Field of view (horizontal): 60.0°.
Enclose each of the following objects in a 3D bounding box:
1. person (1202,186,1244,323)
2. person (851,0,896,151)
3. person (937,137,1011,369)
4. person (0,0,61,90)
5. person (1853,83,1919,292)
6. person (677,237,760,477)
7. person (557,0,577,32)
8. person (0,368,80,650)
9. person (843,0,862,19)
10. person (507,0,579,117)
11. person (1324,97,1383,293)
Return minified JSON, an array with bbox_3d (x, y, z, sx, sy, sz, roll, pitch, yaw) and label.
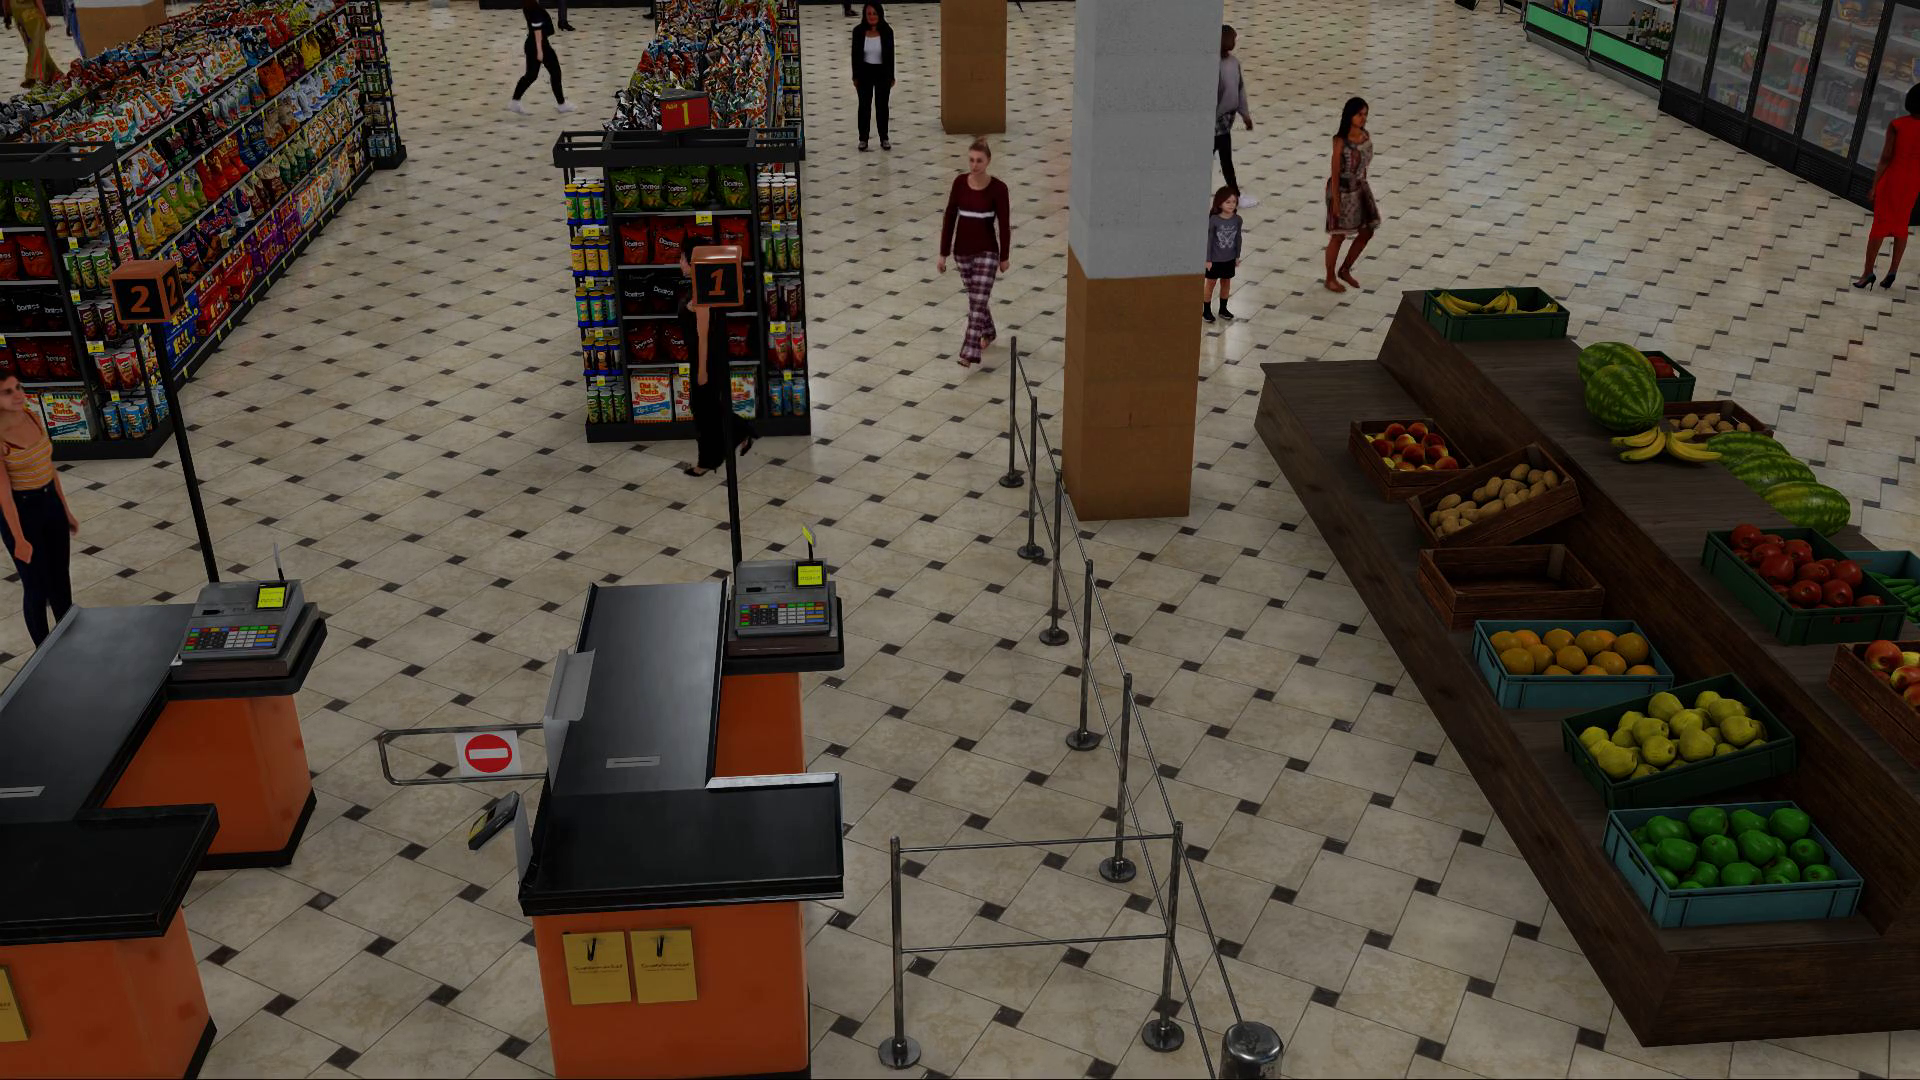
[{"bbox_3d":[2.099,-2.305,13.358,0.510,1.105,0.510,-10,28,-18],"label":"person"},{"bbox_3d":[-0.956,-5.141,18.384,0.648,1.617,0.626,-4,27,-8],"label":"person"},{"bbox_3d":[0.145,-2.153,12.453,0.965,1.653,1.172,11,29,21],"label":"person"},{"bbox_3d":[-11.896,-6.632,21.329,0.960,1.613,1.225,5,27,10],"label":"person"},{"bbox_3d":[7.862,-2.952,13.927,0.579,1.744,0.513,0,27,0],"label":"person"},{"bbox_3d":[-1.533,-1.141,10.525,0.633,1.590,0.639,-2,27,-4],"label":"person"},{"bbox_3d":[-6.014,-8.511,25.068,0.700,1.583,0.531,-11,29,-21],"label":"person"},{"bbox_3d":[-4.709,-0.109,8.449,0.683,1.628,0.548,5,27,10],"label":"person"},{"bbox_3d":[-1.737,-8.983,26.140,0.637,1.454,0.442,-1,27,-3],"label":"person"},{"bbox_3d":[-5.083,-5.818,19.735,0.961,1.604,1.108,-14,30,-26],"label":"person"},{"bbox_3d":[3.183,-2.895,13.939,0.777,1.633,0.801,-18,32,-31],"label":"person"}]
